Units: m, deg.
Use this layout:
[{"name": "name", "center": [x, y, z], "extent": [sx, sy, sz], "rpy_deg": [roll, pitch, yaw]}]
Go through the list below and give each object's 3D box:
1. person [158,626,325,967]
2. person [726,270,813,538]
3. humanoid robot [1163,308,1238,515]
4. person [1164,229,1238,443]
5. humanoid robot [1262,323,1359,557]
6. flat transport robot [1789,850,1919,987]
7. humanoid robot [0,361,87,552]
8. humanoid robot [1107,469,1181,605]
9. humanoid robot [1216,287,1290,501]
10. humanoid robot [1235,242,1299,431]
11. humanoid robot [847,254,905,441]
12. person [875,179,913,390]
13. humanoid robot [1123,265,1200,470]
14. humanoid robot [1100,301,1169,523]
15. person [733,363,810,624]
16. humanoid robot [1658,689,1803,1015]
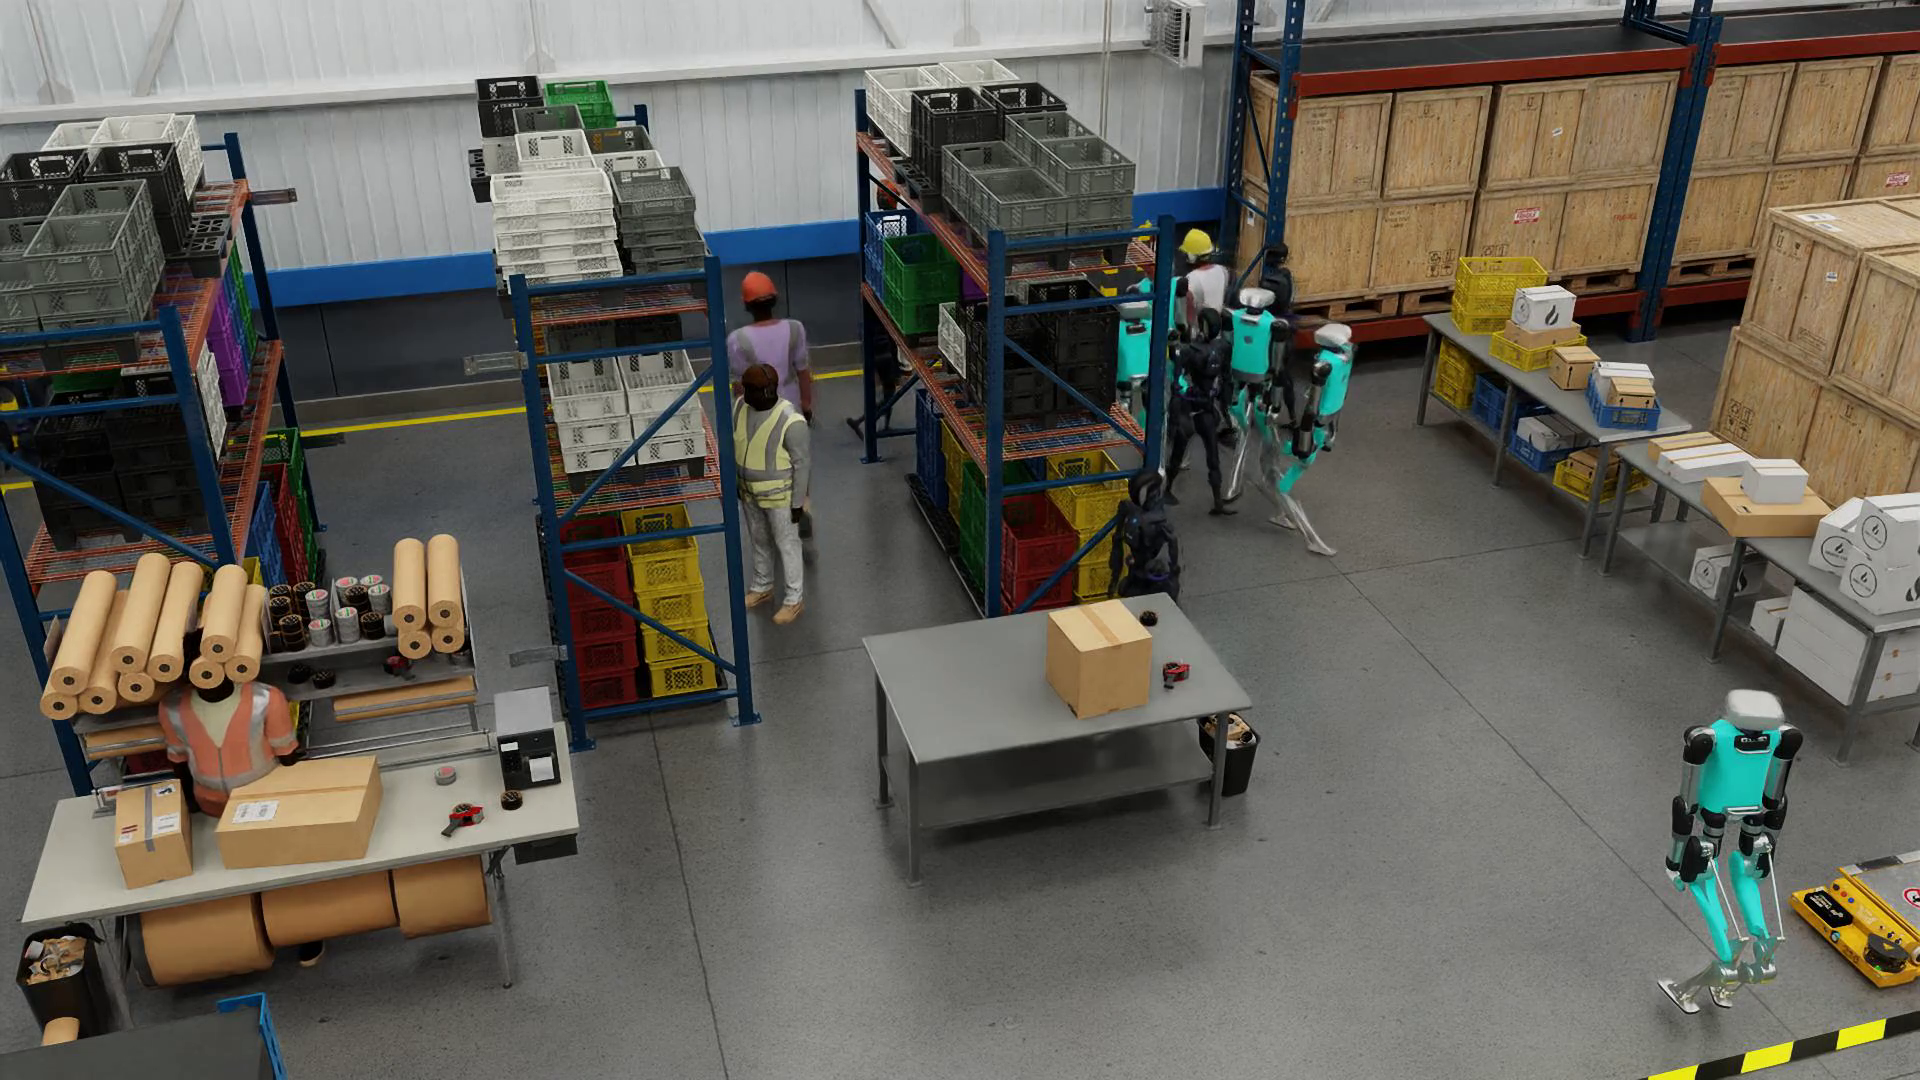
[{"name": "person", "center": [-3.494, 1.264, 8.110], "extent": [0.603, 1.957, 0.364], "rpy_deg": [-3, 29, -6]}, {"name": "person", "center": [-1.352, -0.958, 12.099], "extent": [0.610, 2.013, 0.851], "rpy_deg": [-12, 31, -21]}, {"name": "humanoid robot", "center": [1.795, -0.943, 12.448], "extent": [0.588, 1.629, 0.704], "rpy_deg": [-15, 32, -26]}, {"name": "person", "center": [1.961, -1.679, 13.649], "extent": [0.581, 1.775, 0.975], "rpy_deg": [-21, 35, -33]}, {"name": "humanoid robot", "center": [2.451, -0.753, 12.019], "extent": [0.892, 1.781, 0.550], "rpy_deg": [21, 35, 33]}, {"name": "flat transport robot", "center": [5.163, 1.916, 8.676], "extent": [1.431, 0.231, 0.659], "rpy_deg": [-8, 30, -14]}, {"name": "humanoid robot", "center": [-6.622, -0.701, 12.026], "extent": [0.611, 1.634, 0.765], "rpy_deg": [-11, 31, -19]}, {"name": "humanoid robot", "center": [1.135, 0.295, 10.206], "extent": [0.765, 1.626, 0.611], "rpy_deg": [-20, 35, -32]}, {"name": "humanoid robot", "center": [2.284, -1.102, 12.723], "extent": [0.530, 1.878, 0.747], "rpy_deg": [16, 33, 26]}, {"name": "humanoid robot", "center": [2.585, -1.674, 13.756], "extent": [0.649, 1.635, 0.589], "rpy_deg": [16, 33, 27]}, {"name": "humanoid robot", "center": [-0.704, -1.582, 13.592], "extent": [0.536, 1.644, 0.599], "rpy_deg": [-8, 30, -14]}, {"name": "person", "center": [-0.601, -2.235, 14.554], "extent": [0.356, 1.882, 0.574], "rpy_deg": [14, 32, 24]}, {"name": "humanoid robot", "center": [1.627, -1.297, 13.024], "extent": [0.577, 1.742, 1.044], "rpy_deg": [-10, 30, -17]}, {"name": "humanoid robot", "center": [1.394, -0.819, 12.159], "extent": [0.545, 1.750, 0.958], "rpy_deg": [-13, 31, -22]}, {"name": "person", "center": [-1.285, -0.317, 11.105], "extent": [0.633, 1.842, 0.429], "rpy_deg": [21, 35, 33]}, {"name": "humanoid robot", "center": [3.606, 1.547, 7.682], "extent": [0.533, 1.677, 0.735], "rpy_deg": [-2, 29, -4]}]
